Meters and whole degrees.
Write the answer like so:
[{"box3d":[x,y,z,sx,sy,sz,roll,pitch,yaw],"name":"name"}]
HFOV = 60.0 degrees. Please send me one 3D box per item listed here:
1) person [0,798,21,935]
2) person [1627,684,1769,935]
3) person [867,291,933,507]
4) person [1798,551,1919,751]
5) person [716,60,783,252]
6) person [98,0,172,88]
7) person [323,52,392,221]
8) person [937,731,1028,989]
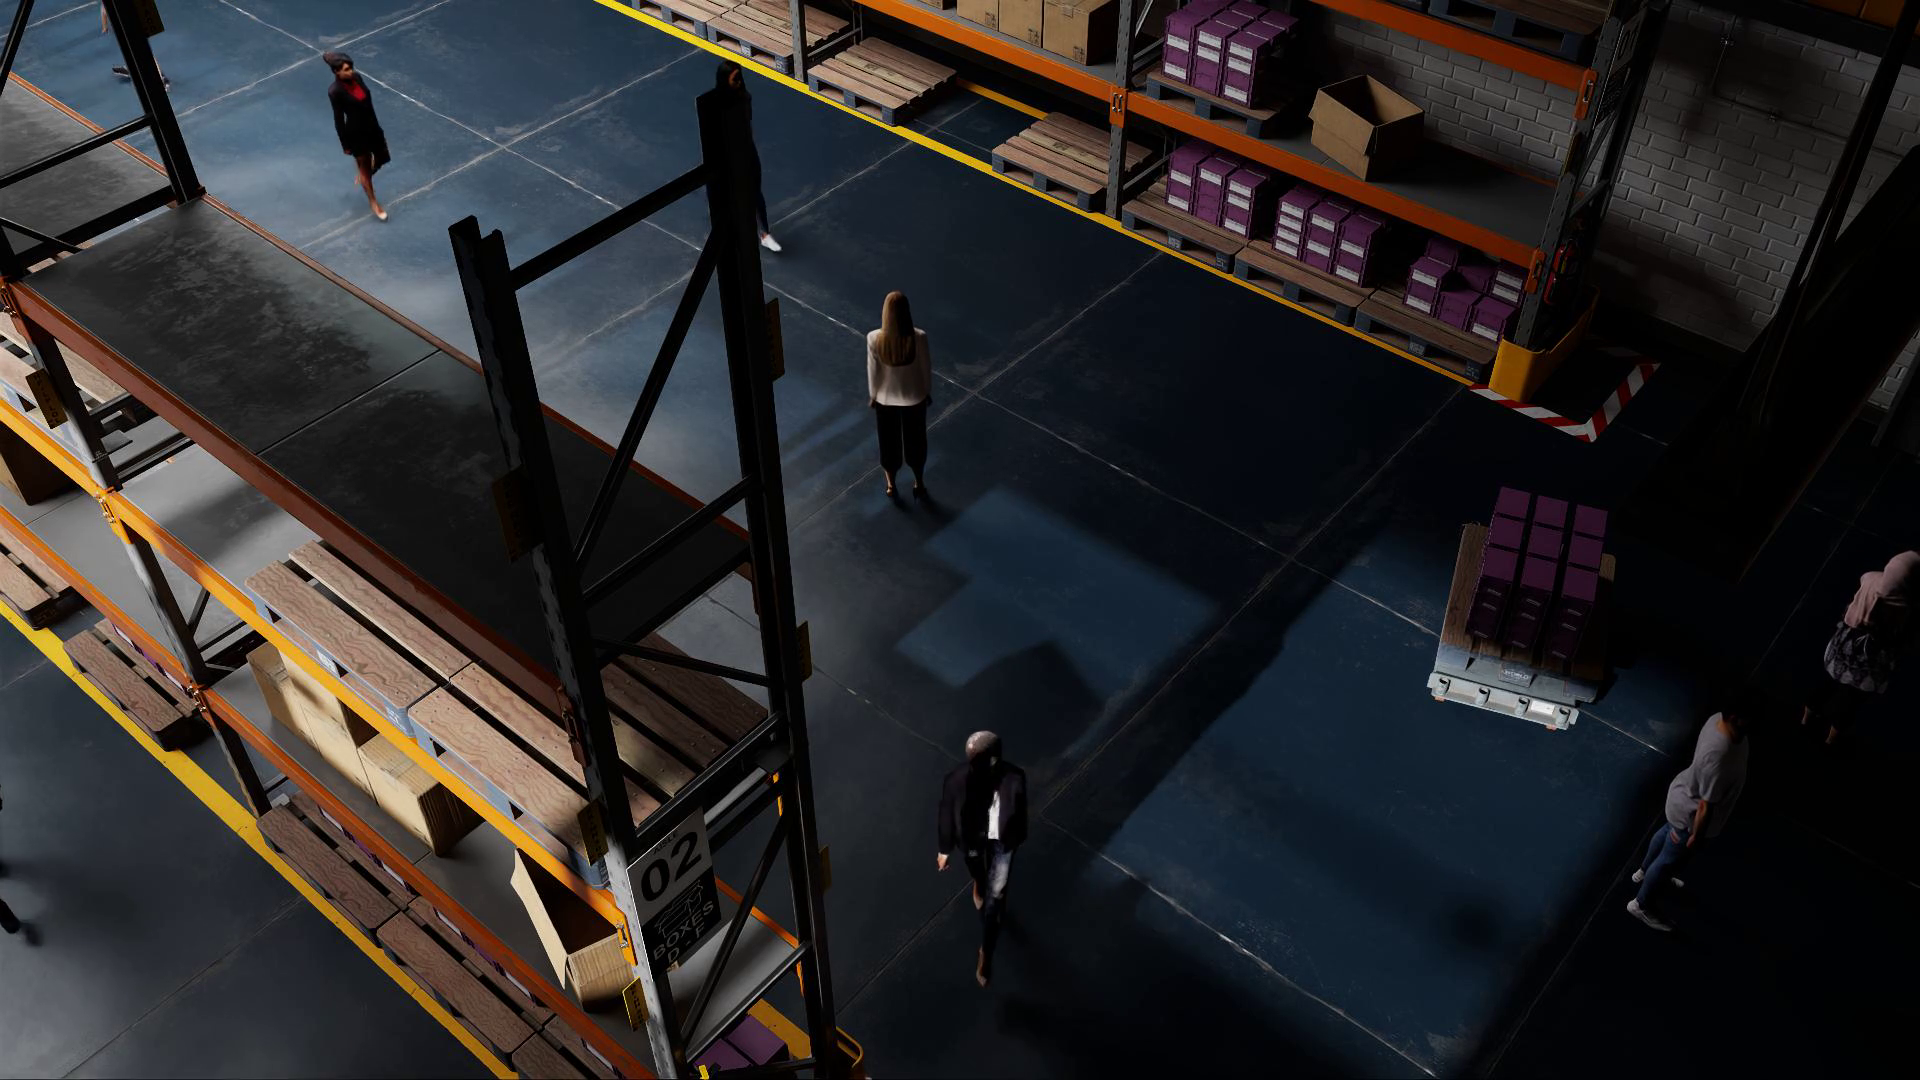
[{"box3d":[-5.873,1.433,9.537,1.022,1.689,0.717,31,52,29],"name":"person"},{"box3d":[4.148,1.473,9.348,0.660,1.890,0.727,18,46,18],"name":"person"},{"box3d":[-0.427,-1.002,11.969,0.671,1.858,0.734,-3,44,-3],"name":"person"},{"box3d":[5.638,0.685,10.358,0.783,1.638,0.683,-20,47,-19],"name":"person"},{"box3d":[-2.040,-3.403,14.612,0.770,1.690,1.200,-31,52,-28],"name":"person"},{"box3d":[-8.336,-5.204,16.703,1.010,1.413,0.788,11,45,11],"name":"person"},{"box3d":[-5.414,-3.630,14.893,0.756,1.630,0.672,18,46,18],"name":"person"},{"box3d":[0.120,1.606,9.291,1.188,1.755,1.059,4,44,5],"name":"person"}]
